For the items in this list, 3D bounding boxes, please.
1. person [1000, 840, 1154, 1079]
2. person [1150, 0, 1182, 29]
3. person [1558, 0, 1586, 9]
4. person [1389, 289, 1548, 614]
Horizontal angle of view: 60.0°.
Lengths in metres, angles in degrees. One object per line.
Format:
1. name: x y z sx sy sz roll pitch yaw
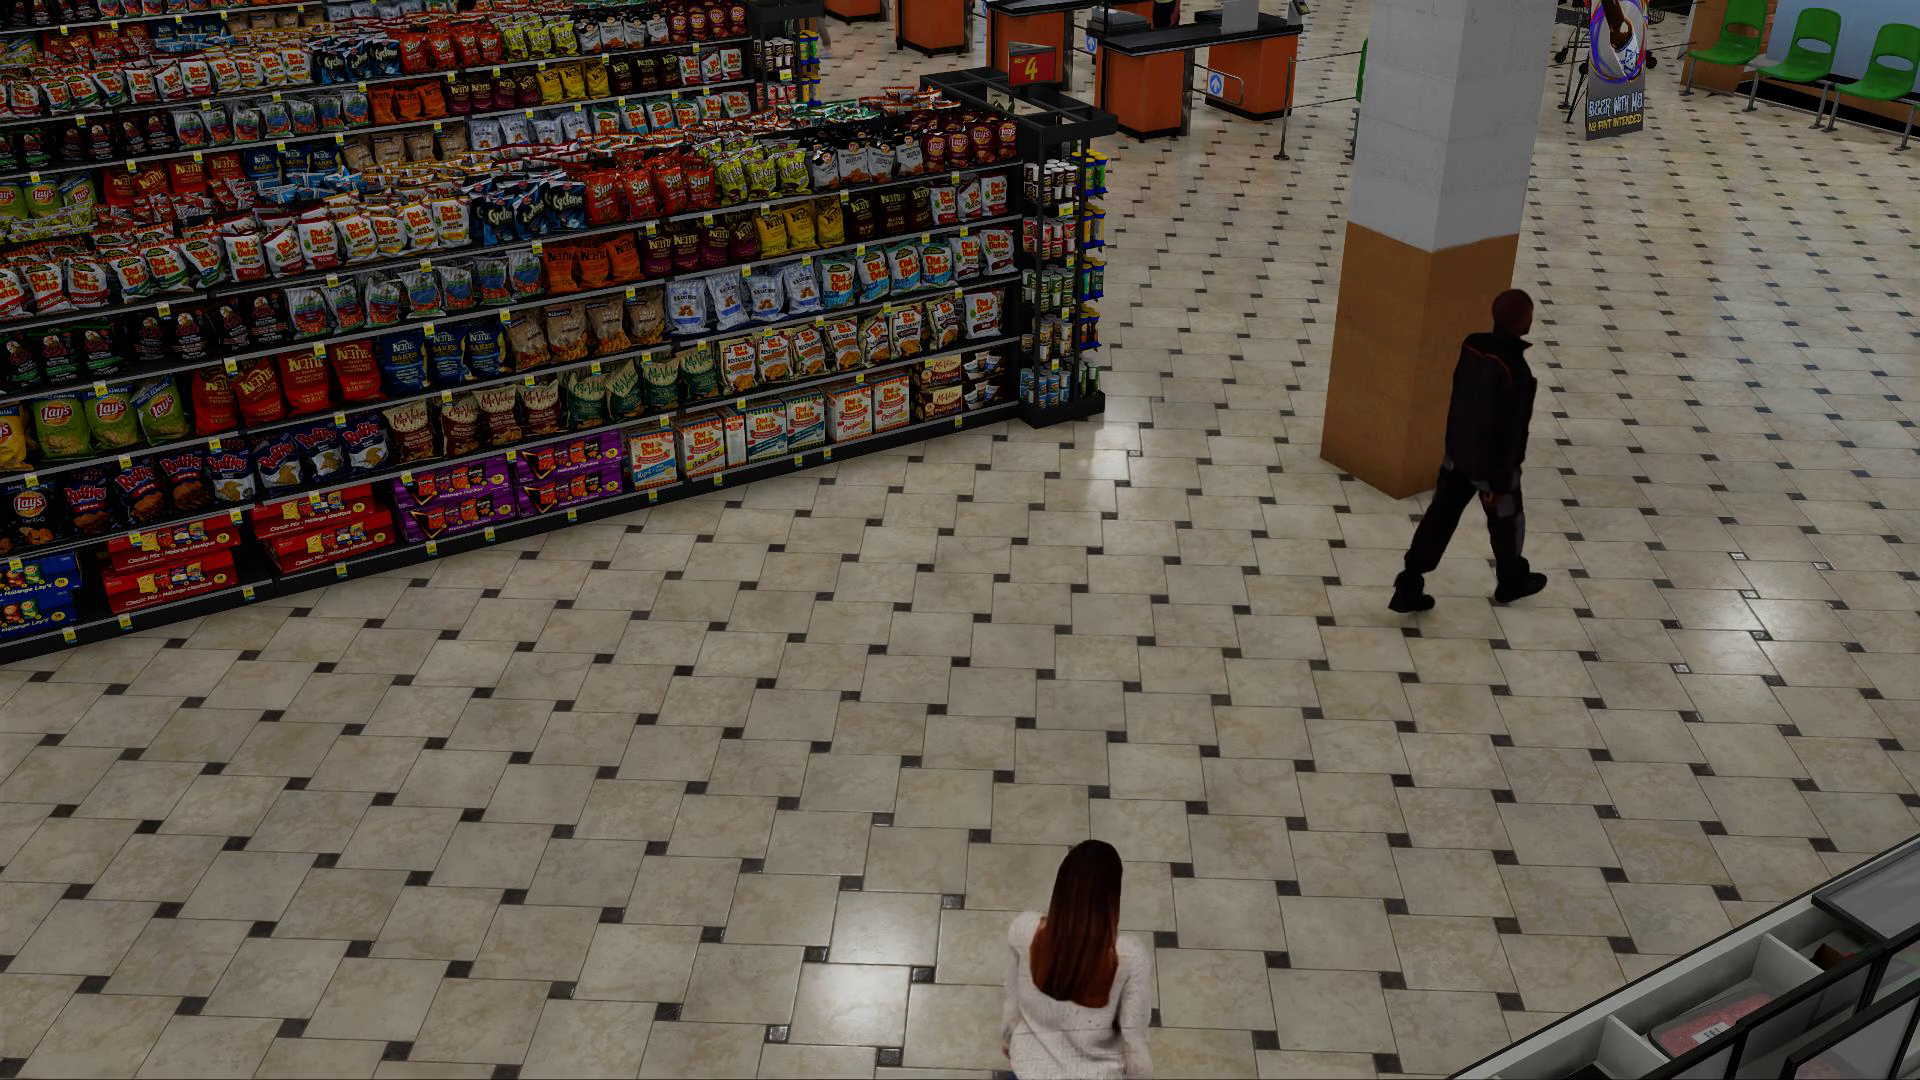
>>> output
1. person: 0.310 1.616 4.894 0.982 1.676 1.037 7 29 13
2. person: 2.326 -5.918 18.610 0.535 1.755 0.571 -19 34 -31
3. person: 8.562 -8.335 22.949 0.656 1.840 0.761 -23 36 -36
4. person: 2.567 -0.400 8.464 1.176 1.793 0.721 -14 32 -24
